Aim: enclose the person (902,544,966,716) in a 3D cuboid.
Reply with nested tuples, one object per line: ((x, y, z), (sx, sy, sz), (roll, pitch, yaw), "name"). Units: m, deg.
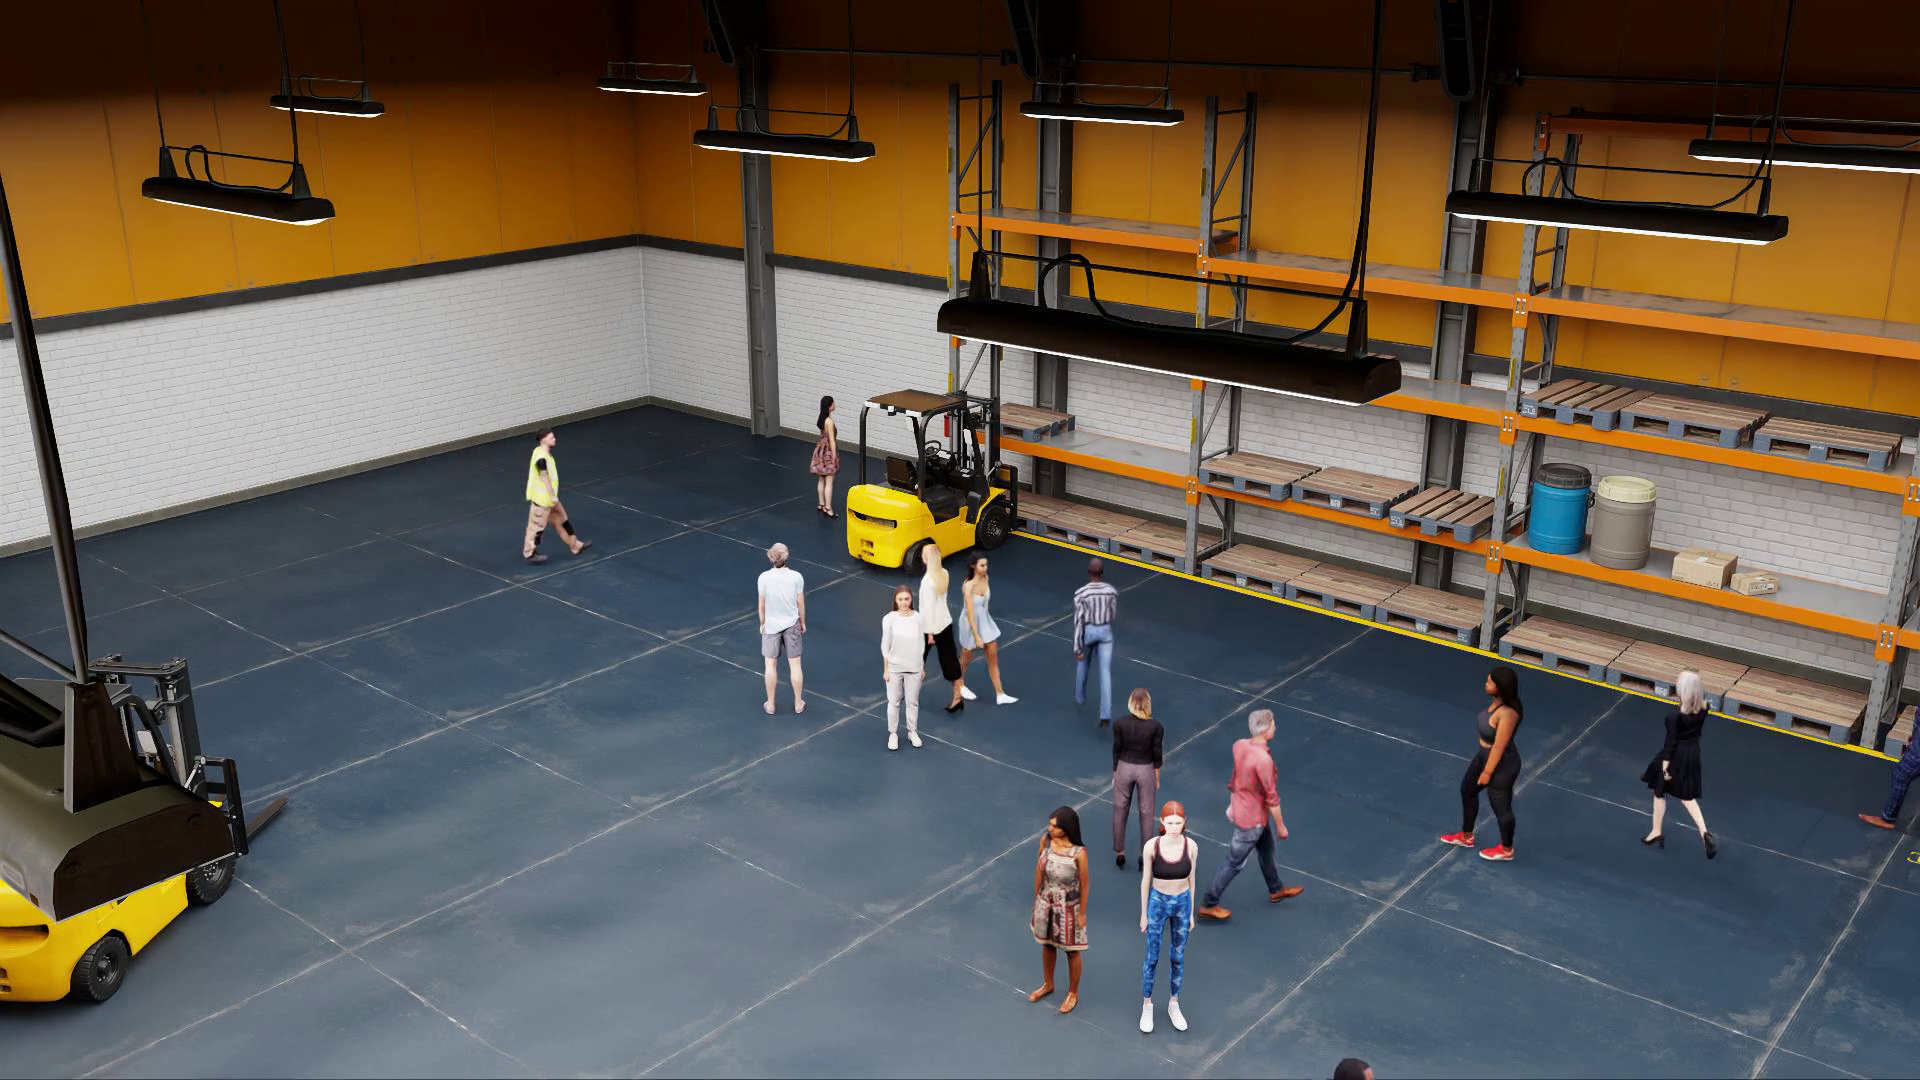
((-0.171, 0.961, 17.156), (1.151, 1.816, 0.729), (11, 22, 30), "person")

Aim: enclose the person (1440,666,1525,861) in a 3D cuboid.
((4.711, 1.936, 14.295), (0.989, 1.795, 0.888), (3, 19, 10), "person")

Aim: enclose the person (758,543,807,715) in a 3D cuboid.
((-1.851, 0.917, 17.269), (0.706, 1.828, 0.767), (-1, 19, -4), "person")

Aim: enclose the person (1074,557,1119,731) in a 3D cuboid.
((1.420, 1.093, 16.893), (1.111, 1.734, 1.216), (-3, 19, -9), "person")

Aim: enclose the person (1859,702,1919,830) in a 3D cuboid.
((8.667, 1.805, 14.694), (1.157, 1.788, 0.720), (13, 22, 33), "person")

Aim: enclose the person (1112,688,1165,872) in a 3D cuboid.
((1.493, 2.044, 14.176), (0.636, 1.667, 0.729), (2, 19, 6), "person")

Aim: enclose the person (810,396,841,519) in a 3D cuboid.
((-1.879, -1.183, 23.590), (0.818, 1.774, 0.718), (-11, 22, -29), "person")

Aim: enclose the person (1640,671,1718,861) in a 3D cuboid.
((6.256, 1.969, 14.308), (0.879, 1.725, 1.074), (-8, 20, -22), "person")

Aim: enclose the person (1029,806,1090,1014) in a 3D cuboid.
((0.757, 2.691, 12.290), (0.470, 1.643, 0.715), (14, 23, 35), "person")

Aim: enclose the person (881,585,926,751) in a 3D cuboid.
((-0.561, 1.245, 16.512), (0.687, 1.688, 0.718), (-5, 19, -14), "person")

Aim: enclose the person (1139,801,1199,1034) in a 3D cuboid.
((1.503, 2.708, 12.018), (0.692, 1.785, 0.751), (-2, 19, -6), "person")

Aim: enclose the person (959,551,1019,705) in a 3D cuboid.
((0.088, 0.915, 17.479), (0.962, 1.697, 0.600), (14, 23, 36), "person")

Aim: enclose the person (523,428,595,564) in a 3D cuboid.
((-5.479, -0.542, 21.665), (1.189, 1.786, 1.197), (-4, 19, -12), "person")

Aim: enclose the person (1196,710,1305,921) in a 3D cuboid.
((2.256, 2.253, 13.374), (1.248, 1.781, 1.225), (-3, 19, -8), "person")
